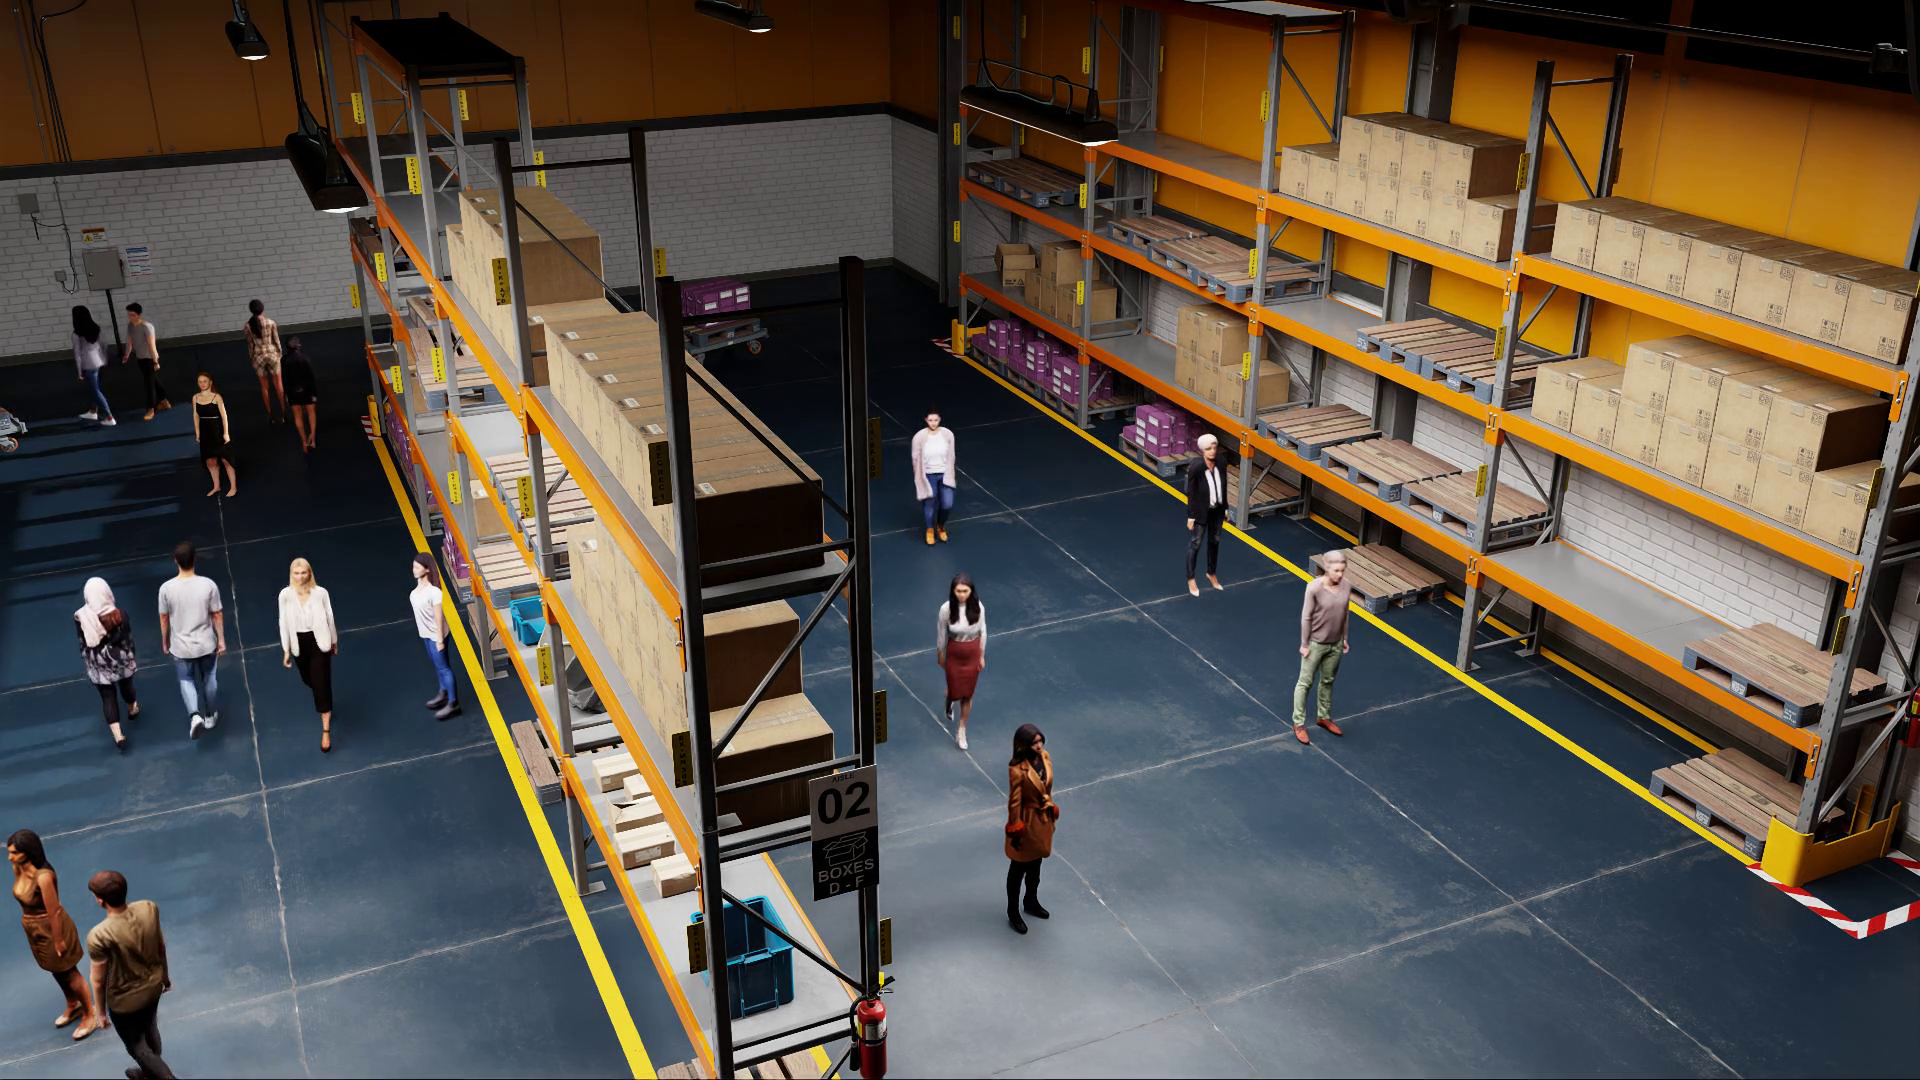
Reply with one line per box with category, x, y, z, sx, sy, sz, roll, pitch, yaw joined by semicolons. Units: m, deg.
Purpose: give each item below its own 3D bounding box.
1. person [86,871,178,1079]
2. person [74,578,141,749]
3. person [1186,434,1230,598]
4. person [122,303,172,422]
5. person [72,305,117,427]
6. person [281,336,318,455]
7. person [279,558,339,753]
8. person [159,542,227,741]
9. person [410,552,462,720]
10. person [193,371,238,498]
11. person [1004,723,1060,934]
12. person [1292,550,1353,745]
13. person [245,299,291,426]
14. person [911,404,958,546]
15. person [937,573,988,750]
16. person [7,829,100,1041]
person;-5.320;2.970;10.817;1.168;1.833;1.062;11;26;23
person;-7.822;1.155;15.273;0.682;1.590;1.103;-8;25;-18
person;2.598;-0.291;17.210;0.737;1.776;0.593;-9;25;-19
person;-11.543;-2.591;23.731;0.979;1.680;1.056;20;30;37
person;-12.125;-2.426;23.329;1.010;1.699;0.939;9;25;20
person;-8.815;-1.907;22.230;0.604;1.630;0.643;-7;25;-16
person;-5.987;0.995;15.351;0.805;1.822;1.214;-4;24;-10
person;-7.073;0.967;15.355;0.710;1.869;0.938;-13;27;-26
person;-4.962;0.891;15.763;0.687;1.681;0.509;-15;28;-31
person;-9.391;-1.344;20.947;0.685;1.624;0.725;2;24;5
person;0.531;2.185;12.756;0.720;1.719;0.758;22;32;40
person;3.360;0.947;15.402;0.668;1.869;0.600;-9;25;-20
person;-9.754;-2.508;23.400;0.601;1.793;0.564;-8;25;-18
person;-0.313;-0.791;19.549;0.754;1.732;0.732;-4;24;-10
person;0.015;1.074;15.274;0.692;1.739;0.787;-3;24;-8
person;-6.326;2.727;11.562;0.604;1.683;0.701;14;27;30
